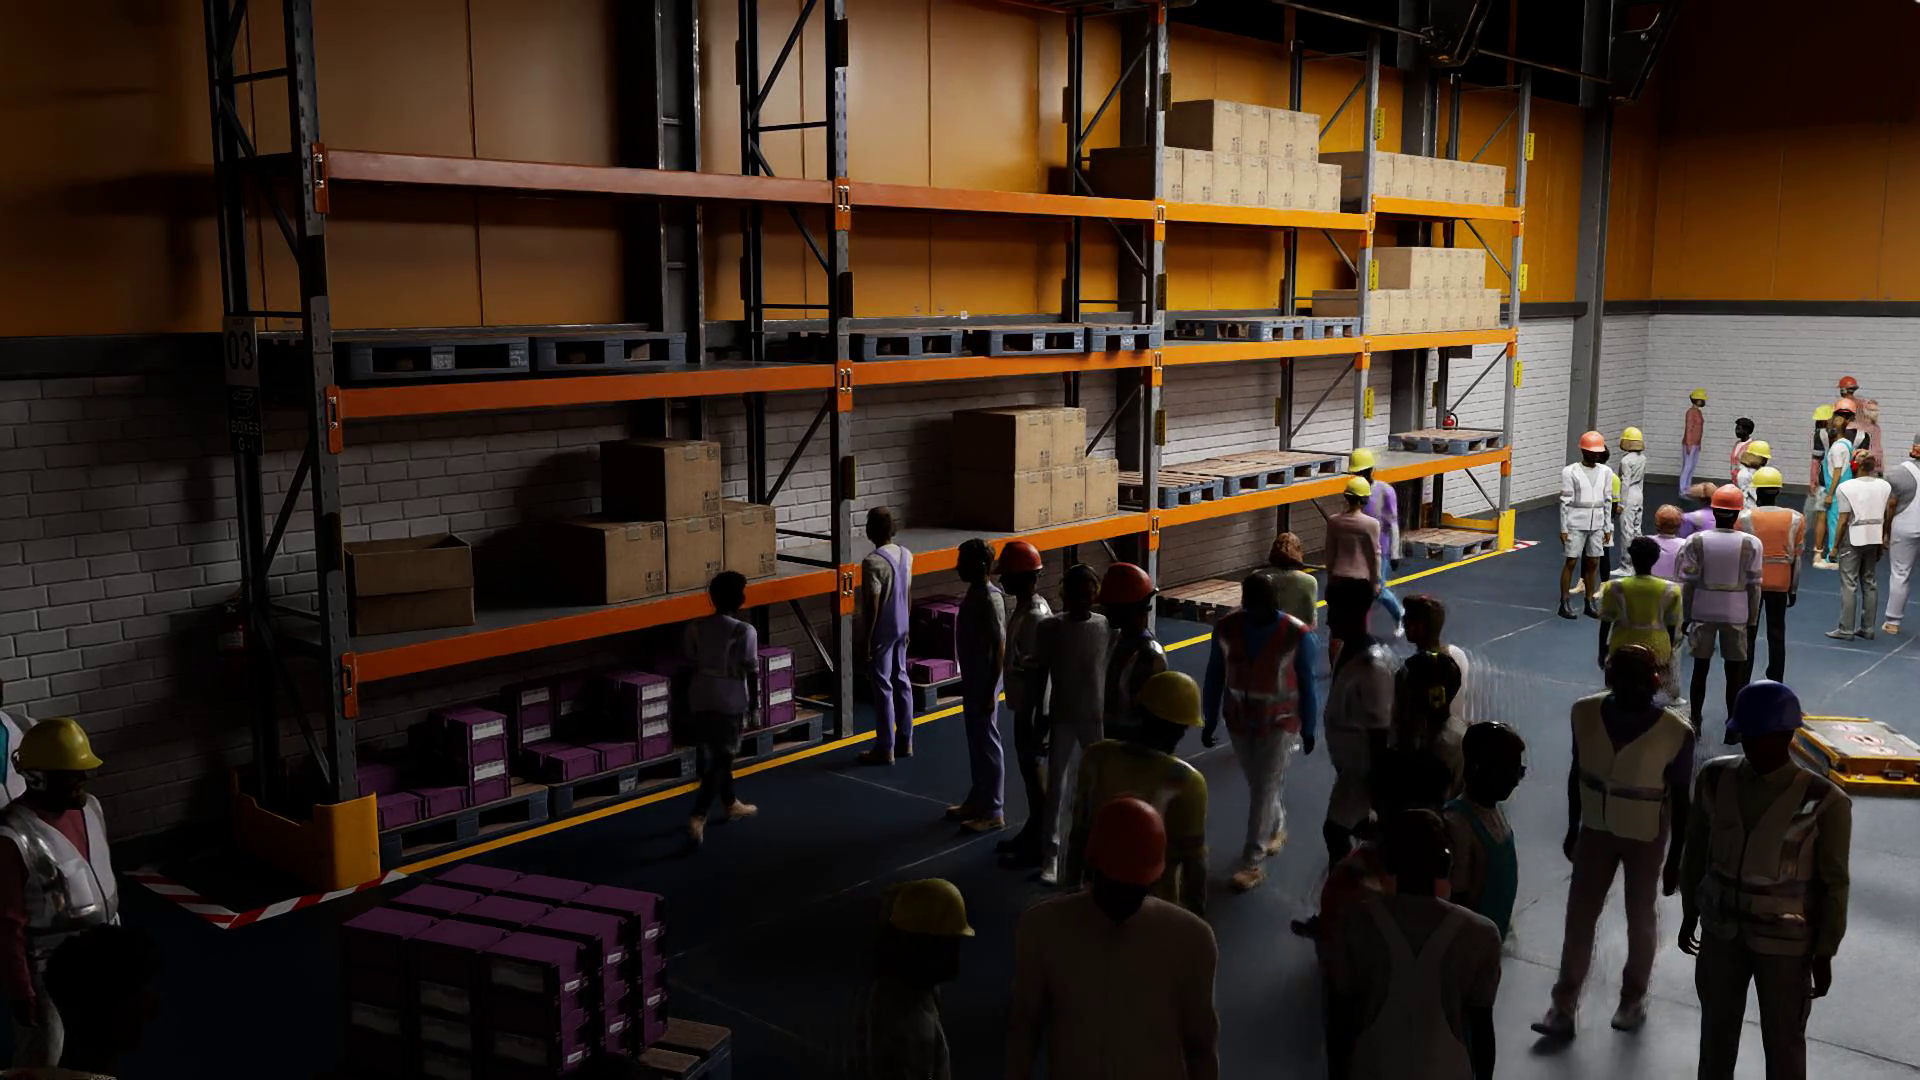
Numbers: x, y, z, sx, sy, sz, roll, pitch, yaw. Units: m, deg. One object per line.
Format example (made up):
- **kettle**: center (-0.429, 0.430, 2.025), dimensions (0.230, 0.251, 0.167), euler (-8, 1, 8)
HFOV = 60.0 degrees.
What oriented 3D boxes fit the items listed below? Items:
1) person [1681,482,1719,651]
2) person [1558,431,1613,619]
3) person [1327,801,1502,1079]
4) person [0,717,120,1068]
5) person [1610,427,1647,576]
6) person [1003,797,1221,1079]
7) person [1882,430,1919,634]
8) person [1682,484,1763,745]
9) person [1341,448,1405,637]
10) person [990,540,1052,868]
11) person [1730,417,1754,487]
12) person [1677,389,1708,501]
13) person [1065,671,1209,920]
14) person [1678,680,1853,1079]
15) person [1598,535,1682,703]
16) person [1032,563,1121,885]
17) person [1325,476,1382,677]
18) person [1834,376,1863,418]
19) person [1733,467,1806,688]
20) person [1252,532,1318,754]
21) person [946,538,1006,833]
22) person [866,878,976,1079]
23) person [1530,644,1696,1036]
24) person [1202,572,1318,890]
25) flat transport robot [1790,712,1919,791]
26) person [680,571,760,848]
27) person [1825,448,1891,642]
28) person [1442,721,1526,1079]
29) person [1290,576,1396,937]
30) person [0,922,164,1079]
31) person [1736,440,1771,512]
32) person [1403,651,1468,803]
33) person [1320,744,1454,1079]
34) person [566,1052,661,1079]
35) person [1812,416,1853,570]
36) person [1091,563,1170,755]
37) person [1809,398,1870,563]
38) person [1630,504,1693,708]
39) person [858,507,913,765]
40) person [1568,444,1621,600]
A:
- **person**: center (6.919, 0.250, 15.377), dimensions (0.576, 1.601, 0.499), euler (1, 9, 5)
- **person**: center (6.366, -0.147, 16.894), dimensions (0.546, 1.929, 0.388), euler (-1, 9, -7)
- **person**: center (1.391, 1.716, 5.161), dimensions (0.503, 1.840, 0.342), euler (2, 9, 13)
- **person**: center (-3.366, 1.559, 6.244), dimensions (0.403, 1.824, 0.596), euler (1, 9, 8)
- **person**: center (7.804, -0.448, 19.424), dimensions (0.492, 1.744, 0.295), euler (-8, 12, -44)
- **person**: center (0.462, 1.674, 5.035), dimensions (0.645, 1.964, 0.770), euler (1, 9, 9)
- **person**: center (9.310, -0.090, 16.159), dimensions (0.680, 2.000, 0.537), euler (4, 9, 22)
- **person**: center (5.643, 0.551, 12.354), dimensions (0.542, 1.938, 0.357), euler (4, 10, 27)
- **person**: center (3.890, 0.073, 15.589), dimensions (0.708, 1.889, 0.647), euler (-7, 12, -40)
- **person**: center (0.372, 0.956, 9.781), dimensions (0.389, 1.929, 0.545), euler (0, 9, -2)
- **person**: center (10.125, -0.741, 21.497), dimensions (0.322, 1.689, 0.532), euler (0, 9, -1)
- **person**: center (11.547, -1.499, 26.157), dimensions (0.340, 1.760, 0.526), euler (7, 11, 39)
- **person**: center (0.760, 1.443, 6.798), dimensions (0.627, 1.878, 0.614), euler (7, 11, 40)
- **person**: center (3.028, 1.480, 6.331), dimensions (0.394, 1.946, 0.618), euler (-7, 11, -37)
- **person**: center (4.733, 0.804, 11.612), dimensions (0.532, 1.671, 0.800), euler (3, 9, 18)
- **person**: center (0.669, 1.043, 9.446), dimensions (0.519, 1.860, 0.318), euler (0, 9, 3)
- **person**: center (3.387, 0.333, 14.308), dimensions (0.524, 1.769, 0.326), euler (9, 12, 44)
- **person**: center (13.523, -1.504, 25.419), dimensions (0.616, 1.993, 0.395), euler (-4, 10, -26)
- **person**: center (6.596, 0.358, 13.681), dimensions (0.582, 1.919, 0.399), euler (1, 9, 9)
- **person**: center (2.333, 0.752, 12.073), dimensions (0.508, 1.623, 0.281), euler (3, 9, 19)
- **person**: center (0.115, 0.900, 10.400), dimensions (0.331, 1.844, 0.519), euler (-3, 9, -17)
- **person**: center (-0.241, 1.830, 4.871), dimensions (0.735, 1.704, 0.497), euler (-1, 9, -6)
- **person**: center (2.927, 1.370, 7.452), dimensions (0.580, 1.811, 0.807), euler (9, 12, 44)
- **person**: center (1.760, 1.046, 9.679), dimensions (0.649, 1.792, 0.938), euler (6, 11, 34)
- **flat transport robot**: center (6.338, 1.476, 11.741), dimensions (0.652, 0.197, 1.431), euler (1, 9, 8)
- **person**: center (-1.515, 1.022, 10.223), dimensions (0.553, 1.659, 0.822), euler (5, 10, 31)
- **person**: center (8.581, 0.052, 15.866), dimensions (0.572, 1.843, 0.373), euler (-2, 9, -14)
- **person**: center (1.889, 1.563, 6.140), dimensions (0.348, 1.842, 0.505), euler (6, 10, 32)
- **person**: center (2.185, 1.128, 8.655), dimensions (0.820, 1.929, 0.617), euler (1, 9, 4)
- **person**: center (-2.036, 1.856, 3.905), dimensions (0.641, 1.950, 0.407), euler (3, 9, 16)
- **person**: center (8.502, -0.207, 17.889), dimensions (0.486, 1.738, 0.321), euler (-9, 12, -44)
- **person**: center (2.042, 1.393, 7.182), dimensions (0.328, 1.862, 0.509), euler (3, 9, 20)
- **person**: center (1.386, 1.604, 5.545), dimensions (0.614, 1.949, 0.708), euler (-7, 12, -40)
- **person**: center (-0.712, 1.961, 3.440), dimensions (0.611, 1.877, 0.866), euler (6, 11, 35)
- **person**: center (10.449, -0.563, 19.858), dimensions (0.344, 1.840, 0.507), euler (7, 11, 39)
- **person**: center (0.850, 1.121, 8.352), dimensions (0.394, 2.040, 0.609), euler (-1, 9, -7)
- **person**: center (10.607, -0.690, 20.084), dimensions (0.612, 2.030, 0.410), euler (5, 10, 28)
- **person**: center (5.678, 0.532, 13.438), dimensions (0.524, 1.639, 0.306), euler (7, 11, 37)
- **person**: center (-0.533, 0.679, 11.845), dimensions (0.333, 1.839, 0.513), euler (6, 11, 34)
- **person**: center (6.882, -0.206, 18.009), dimensions (0.322, 1.697, 0.533), euler (-5, 10, -28)
